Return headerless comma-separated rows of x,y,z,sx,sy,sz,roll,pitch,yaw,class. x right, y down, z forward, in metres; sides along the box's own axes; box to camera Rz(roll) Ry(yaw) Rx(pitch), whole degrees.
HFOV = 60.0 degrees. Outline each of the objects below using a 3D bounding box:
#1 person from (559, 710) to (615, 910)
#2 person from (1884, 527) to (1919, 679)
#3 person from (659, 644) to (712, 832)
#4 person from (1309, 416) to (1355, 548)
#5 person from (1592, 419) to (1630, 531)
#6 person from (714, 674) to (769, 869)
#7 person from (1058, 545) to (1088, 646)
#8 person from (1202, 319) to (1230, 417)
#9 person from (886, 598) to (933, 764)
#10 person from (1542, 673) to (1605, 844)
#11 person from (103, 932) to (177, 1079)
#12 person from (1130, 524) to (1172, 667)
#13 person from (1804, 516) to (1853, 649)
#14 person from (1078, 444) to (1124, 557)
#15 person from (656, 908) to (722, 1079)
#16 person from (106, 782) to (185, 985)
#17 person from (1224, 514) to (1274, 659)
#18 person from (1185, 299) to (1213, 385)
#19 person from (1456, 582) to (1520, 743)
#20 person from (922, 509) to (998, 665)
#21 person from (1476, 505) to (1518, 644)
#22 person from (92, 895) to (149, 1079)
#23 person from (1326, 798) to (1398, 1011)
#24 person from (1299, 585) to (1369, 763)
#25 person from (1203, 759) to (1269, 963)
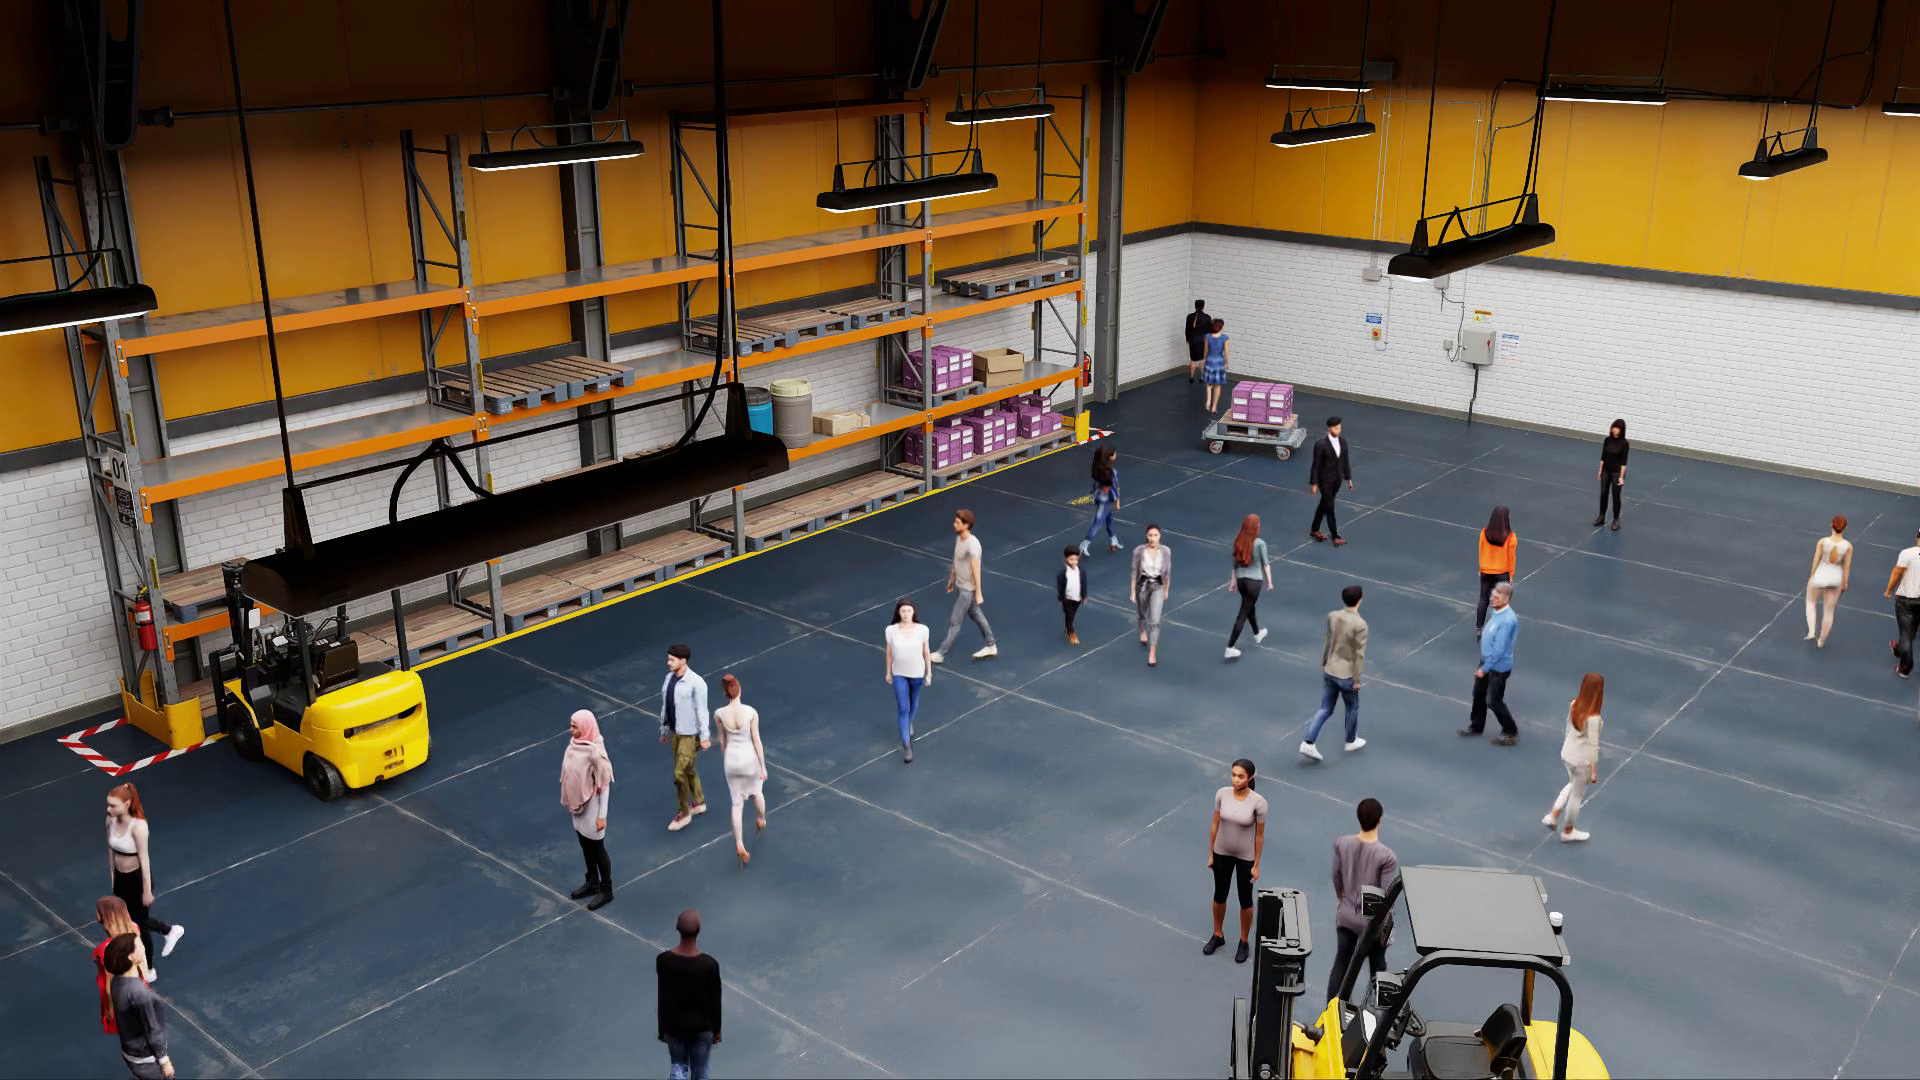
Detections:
-3.181,2.290,14.258,0.616,1.803,0.657,-17,25,-40,person
10.916,0.713,18.995,1.009,1.770,1.150,1,19,4,person
-2.522,1.810,15.699,0.718,1.794,0.794,17,25,41,person
5.174,-0.862,23.555,1.125,1.844,1.011,-11,22,-30,person
9.528,-0.982,24.234,0.563,1.637,0.600,-14,23,-36,person
-2.006,2.099,14.911,0.956,1.750,1.110,4,19,13,person
1.339,0.644,20.105,0.846,1.193,0.842,-5,19,-14,person
4.636,-3.123,30.362,0.734,1.785,0.764,8,20,23,person
-0.535,1.392,17.185,1.099,1.637,1.134,-2,19,-6,person
5.591,2.013,15.238,0.860,1.704,0.802,-3,19,-9,person
-5.433,3.428,10.962,0.638,1.752,0.919,16,25,40,person
2.221,0.597,19.554,1.022,1.633,1.187,2,19,5,person
10.315,0.524,19.772,0.660,1.633,0.686,7,20,20,person
1.922,-0.510,22.925,1.127,1.579,0.869,-10,21,-26,person
-1.852,3.332,11.260,0.842,1.743,0.932,2,19,5,person
-6.465,2.693,13.174,0.689,1.733,0.870,10,21,27,person
3.347,0.584,19.500,0.637,1.692,1.172,17,25,42,person
4.707,-3.918,32.901,0.774,1.671,0.749,7,20,20,person
5.631,1.287,17.266,0.995,1.785,0.937,0,19,1,person
0.172,0.562,19.328,1.299,1.844,1.093,-6,20,-18,person
6.418,0.413,19.920,0.622,1.748,0.558,17,25,41,person
-5.906,3.230,11.798,0.724,1.593,0.642,2,19,5,person
2.967,2.885,12.505,0.769,1.796,1.146,15,24,37,person
3.803,1.393,16.891,1.207,1.824,0.852,-14,23,-35,person
2.245,2.570,13.514,0.650,1.748,0.611,9,21,26,person
